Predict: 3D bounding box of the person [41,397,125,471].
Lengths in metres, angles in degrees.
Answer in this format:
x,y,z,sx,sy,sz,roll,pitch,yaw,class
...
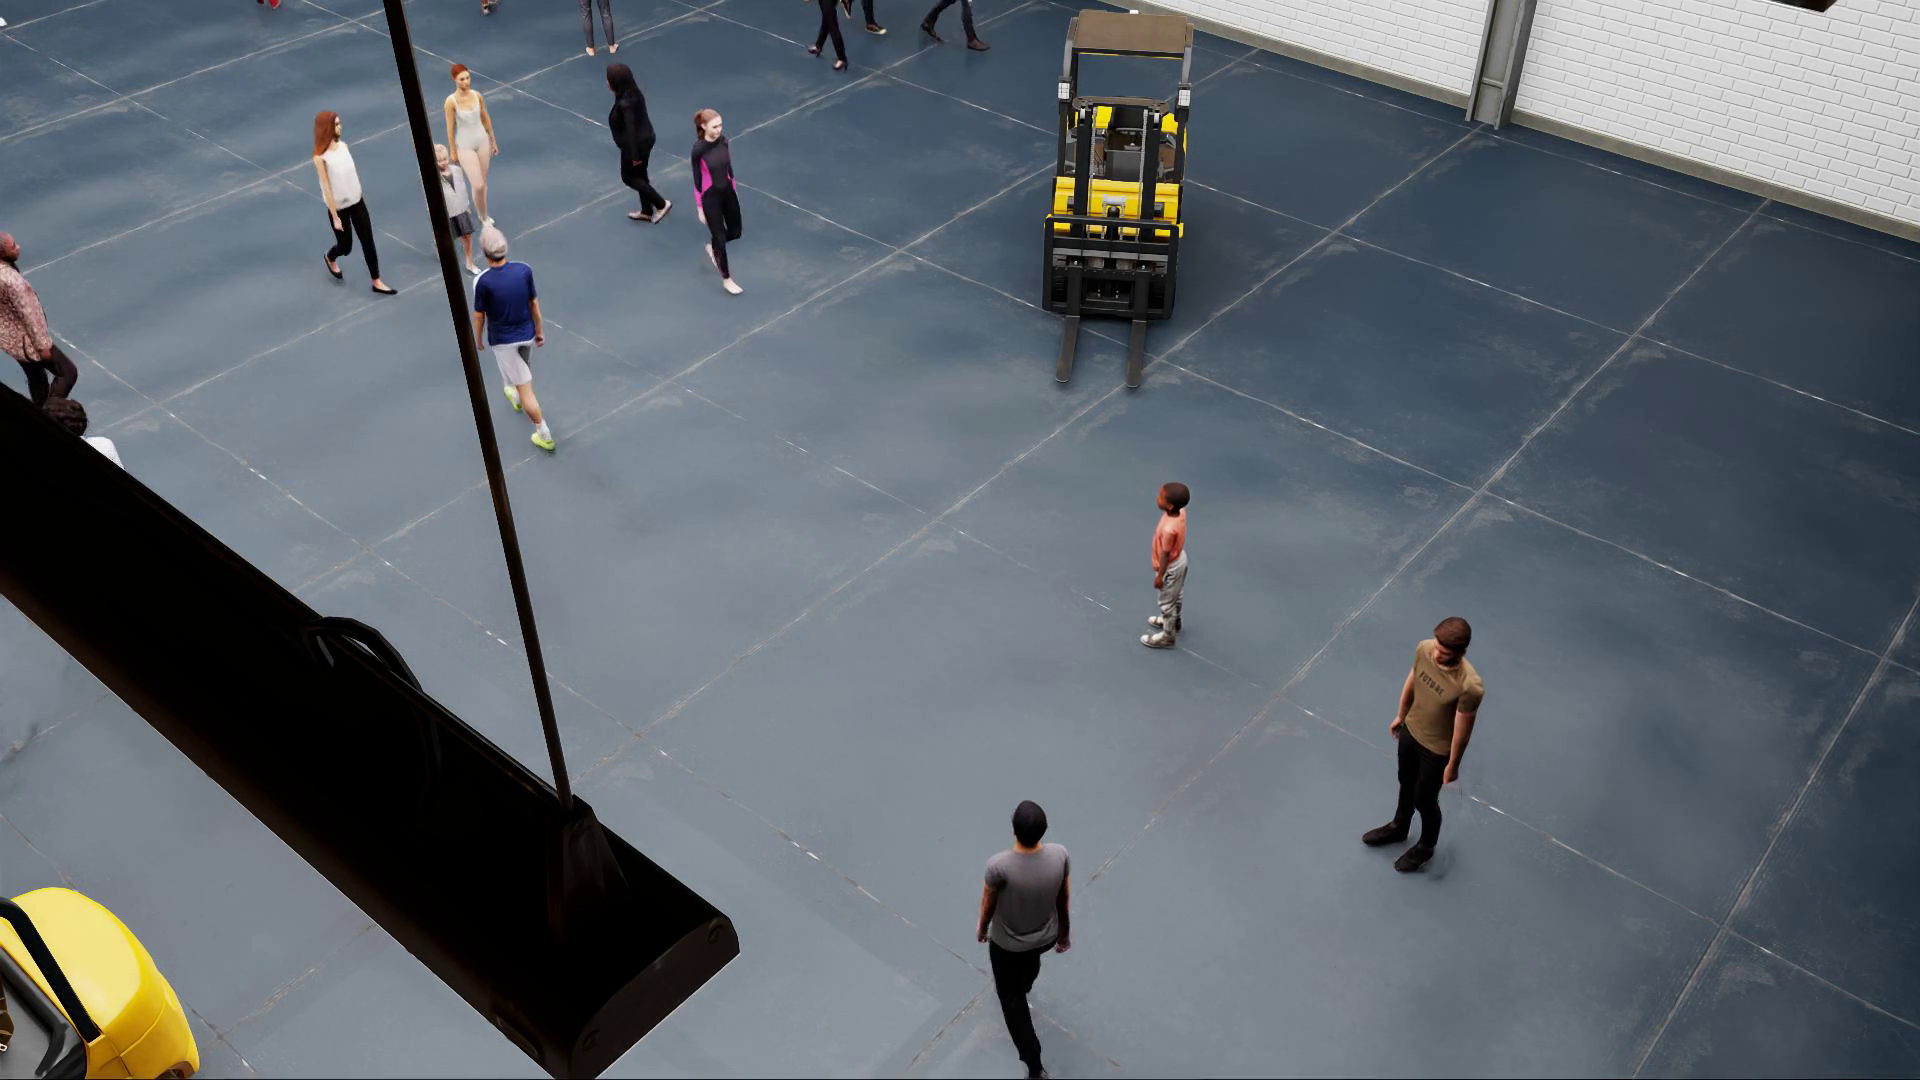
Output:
x,y,z,sx,sy,sz,roll,pitch,yaw,class
-5.719,-0.128,11.167,0.706,1.795,0.742,-25,45,-28,person

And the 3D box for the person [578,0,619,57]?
x,y,z,sx,sy,sz,roll,pitch,yaw,class
-4.256,-6.477,19.137,0.683,1.770,0.708,-8,39,-10,person

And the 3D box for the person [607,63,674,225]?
x,y,z,sx,sy,sz,roll,pitch,yaw,class
-3.008,-3.774,15.889,0.916,1.599,0.856,-5,39,-6,person

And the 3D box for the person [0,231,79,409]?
x,y,z,sx,sy,sz,roll,pitch,yaw,class
-7.337,-1.526,12.921,0.605,1.790,0.780,26,45,28,person

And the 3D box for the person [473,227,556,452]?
x,y,z,sx,sy,sz,roll,pitch,yaw,class
-3.430,-1.525,12.919,0.735,1.791,1.203,-31,48,-33,person

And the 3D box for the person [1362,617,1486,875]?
x,y,z,sx,sy,sz,roll,pitch,yaw,class
2.733,1.123,9.557,0.835,1.847,0.719,-17,42,-20,person

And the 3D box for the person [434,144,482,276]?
x,y,z,sx,sy,sz,roll,pitch,yaw,class
-4.685,-3.048,15.249,0.548,1.263,0.759,-31,48,-33,person

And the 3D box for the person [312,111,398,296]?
x,y,z,sx,sy,sz,roll,pitch,yaw,class
-5.521,-2.965,14.808,1.005,1.684,0.689,24,45,27,person

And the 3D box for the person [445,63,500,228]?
x,y,z,sx,sy,sz,roll,pitch,yaw,class
-4.690,-3.767,15.855,0.669,1.630,0.599,31,48,33,person

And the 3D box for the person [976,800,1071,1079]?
x,y,z,sx,sy,sz,roll,pitch,yaw,class
0.353,2.063,8.474,0.891,1.730,1.169,-17,42,-20,person

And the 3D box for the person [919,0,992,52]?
x,y,z,sx,sy,sz,roll,pitch,yaw,class
-0.120,-6.628,19.240,1.274,1.877,0.951,14,41,17,person

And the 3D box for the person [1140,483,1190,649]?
x,y,z,sx,sy,sz,roll,pitch,yaw,class
1.427,0.156,11.202,0.538,1.307,0.524,13,41,16,person

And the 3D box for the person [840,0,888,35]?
x,y,z,sx,sy,sz,roll,pitch,yaw,class
-1.192,-6.930,19.618,0.996,1.876,0.810,20,43,23,person

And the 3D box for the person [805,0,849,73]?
x,y,z,sx,sy,sz,roll,pitch,yaw,class
-1.401,-6.118,18.685,0.945,1.771,0.660,24,45,27,person

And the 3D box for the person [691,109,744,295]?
x,y,z,sx,sy,sz,roll,pitch,yaw,class
-2.213,-3.068,14.897,0.655,1.733,0.846,-29,47,-31,person
